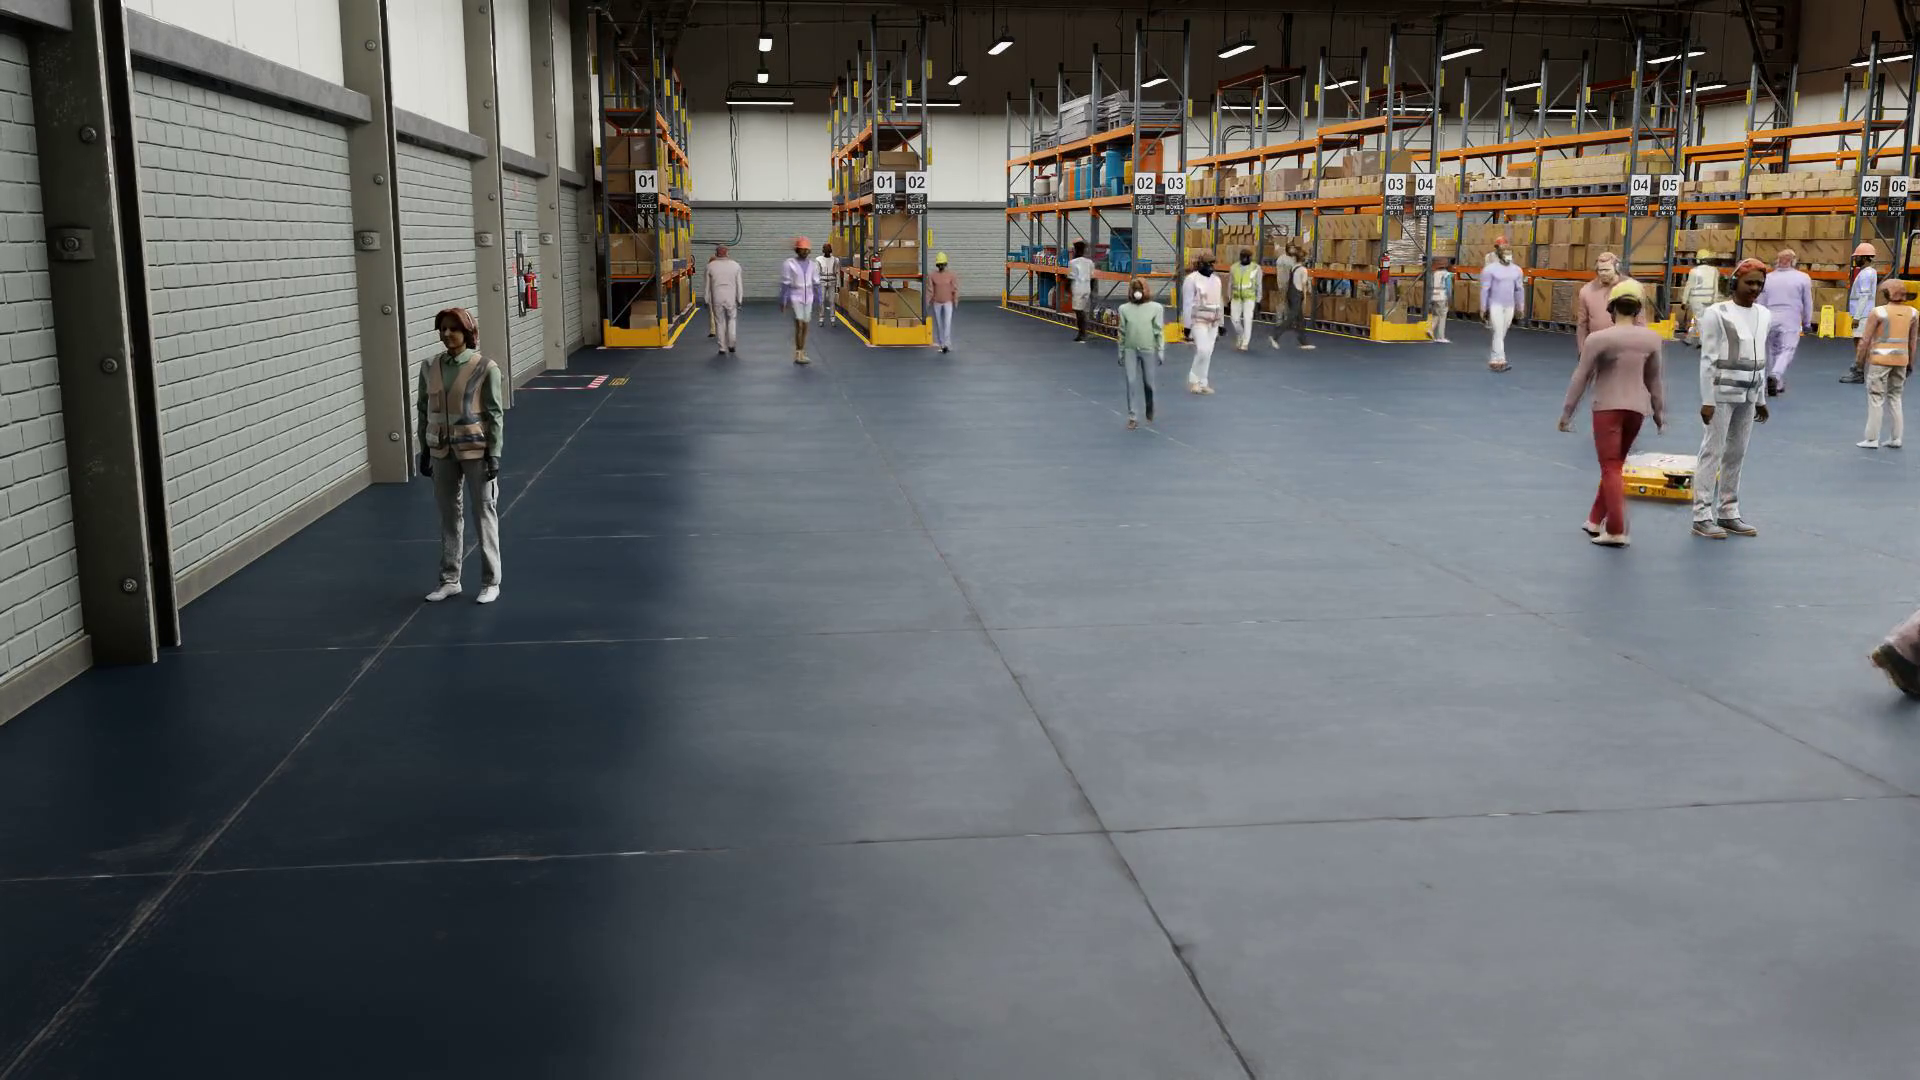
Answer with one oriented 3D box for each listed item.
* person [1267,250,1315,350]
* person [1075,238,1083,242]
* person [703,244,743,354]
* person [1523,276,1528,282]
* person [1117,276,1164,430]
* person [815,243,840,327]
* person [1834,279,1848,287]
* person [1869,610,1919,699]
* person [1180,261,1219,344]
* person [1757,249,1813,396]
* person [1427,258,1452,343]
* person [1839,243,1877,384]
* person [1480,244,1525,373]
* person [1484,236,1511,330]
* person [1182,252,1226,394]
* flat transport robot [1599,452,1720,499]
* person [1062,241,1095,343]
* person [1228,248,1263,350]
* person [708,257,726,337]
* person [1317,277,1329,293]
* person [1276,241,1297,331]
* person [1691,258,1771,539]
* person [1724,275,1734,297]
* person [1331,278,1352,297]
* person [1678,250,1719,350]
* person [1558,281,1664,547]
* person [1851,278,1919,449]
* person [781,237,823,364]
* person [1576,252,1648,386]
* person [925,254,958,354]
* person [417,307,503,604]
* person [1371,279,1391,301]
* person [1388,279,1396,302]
[{"bbox_3d":[5.958,-4.296,29.821,0.881,1.803,0.544,-3,11,-17],"label":"person"},{"bbox_3d":[3.537,-7.997,49.580,0.613,1.989,0.401,-2,11,-12],"label":"person"},{"bbox_3d":[-4.143,-4.200,29.033,0.673,1.881,0.785,-2,11,-12],"label":"person"},{"bbox_3d":[15.318,-7.177,45.364,0.568,1.880,0.996,0,10,1],"label":"person"},{"bbox_3d":[1.922,-1.997,17.705,0.509,1.611,0.585,3,11,15],"label":"person"},{"bbox_3d":[-3.006,-5.771,37.666,0.577,1.883,0.353,-1,10,-7],"label":"person"},{"bbox_3d":[19.481,-5.608,36.894,0.565,1.828,0.900,-2,11,-11],"label":"person"},{"bbox_3d":[4.476,-0.260,7.201,0.673,1.986,0.641,7,12,32],"label":"person"},{"bbox_3d":[4.612,-4.526,31.671,0.856,1.570,0.497,-8,13,-37],"label":"person"},{"bbox_3d":[10.554,-2.791,21.357,0.870,1.879,0.637,-9,14,-41],"label":"person"},{"bbox_3d":[9.260,-4.600,31.941,0.362,1.621,0.600,-4,11,-21],"label":"person"},{"bbox_3d":[12.483,-3.137,23.077,0.355,1.938,0.545,7,12,33],"label":"person"},{"bbox_3d":[8.188,-3.456,24.896,0.655,1.906,0.900,-2,11,-13],"label":"person"},{"bbox_3d":[11.722,-5.585,36.240,0.606,2.035,0.405,-1,10,-7],"label":"person"},{"bbox_3d":[3.158,-2.781,21.447,0.628,1.829,0.453,-9,14,-41],"label":"person"},{"bbox_3d":[5.668,-0.534,13.376,0.652,0.197,1.431,7,13,34],"label":"flat transport robot"},{"bbox_3d":[2.267,-4.762,31.955,0.620,1.937,0.597,-9,14,-42],"label":"person"},{"bbox_3d":[5.105,-4.321,29.854,0.648,1.828,0.451,5,12,26],"label":"person"},{"bbox_3d":[-4.941,-4.911,33.663,0.493,1.624,0.280,-8,13,-37],"label":"person"},{"bbox_3d":[10.945,-8.048,50.098,0.602,1.894,0.431,9,14,41],"label":"person"},{"bbox_3d":[7.091,-5.490,36.011,0.624,1.931,0.371,-8,13,-38],"label":"person"},{"bbox_3d":[5.232,-0.954,11.248,0.572,1.886,0.354,-5,11,-24],"label":"person"},{"bbox_3d":[20.926,-7.110,44.912,0.585,1.921,0.392,-1,10,-7],"label":"person"},{"bbox_3d":[8.943,-5.909,38.955,0.554,1.680,0.368,-1,10,-3],"label":"person"},{"bbox_3d":[13.269,-4.326,29.990,0.621,1.785,0.898,-3,11,-17],"label":"person"},{"bbox_3d":[4.307,-0.845,11.056,0.649,1.721,0.771,-2,10,-8],"label":"person"},{"bbox_3d":[8.875,-1.676,15.915,0.528,1.634,0.328,-1,10,-8],"label":"person"},{"bbox_3d":[-2.450,-3.787,26.413,0.649,2.014,0.868,-7,12,-32],"label":"person"},{"bbox_3d":[6.547,-1.948,16.732,0.694,1.872,0.511,8,13,36],"label":"person"},{"bbox_3d":[-0.326,-4.114,29.021,0.551,1.713,0.917,1,10,5],"label":"person"},{"bbox_3d":[-2.766,-0.465,9.232,0.514,1.645,0.307,3,11,14],"label":"person"},{"bbox_3d":[9.800,-5.890,38.765,0.490,1.716,0.731,0,10,-2],"label":"person"},{"bbox_3d":[10.133,-6.087,39.482,0.632,1.847,0.973,-5,12,-27],"label":"person"}]
